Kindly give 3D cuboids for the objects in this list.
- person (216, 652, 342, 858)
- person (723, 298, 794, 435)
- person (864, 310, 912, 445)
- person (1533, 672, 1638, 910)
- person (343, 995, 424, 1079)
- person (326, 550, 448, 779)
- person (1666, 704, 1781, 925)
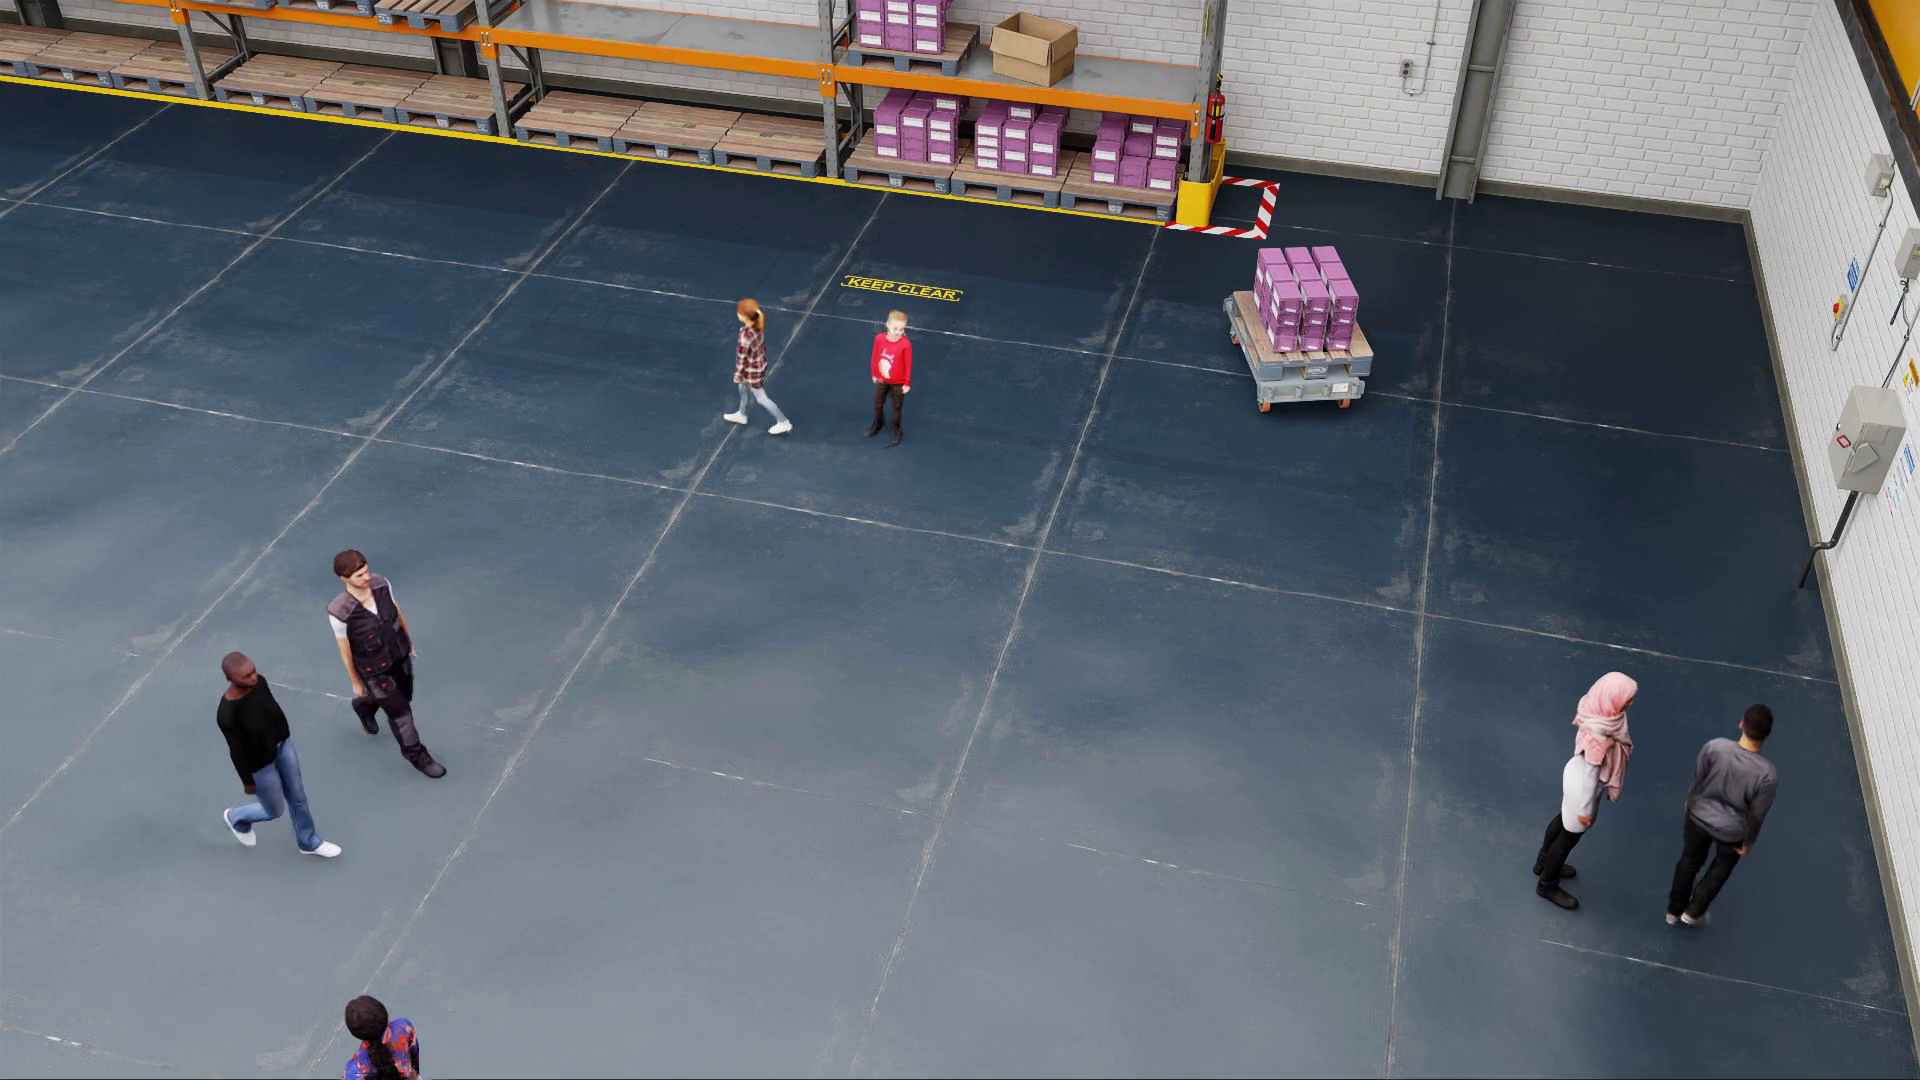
[{"bbox_3d":[-4.385,1.352,10.349,0.930,1.733,0.610,7,39,9],"label":"person"},{"bbox_3d":[-1.710,-1.456,14.224,0.875,1.284,0.530,9,39,11],"label":"person"},{"bbox_3d":[-0.599,-1.390,14.157,0.429,1.265,0.642,20,43,23],"label":"person"},{"bbox_3d":[3.786,1.497,10.111,0.579,1.804,0.621,10,40,13],"label":"person"},{"bbox_3d":[-2.742,2.955,8.379,1.242,1.687,0.902,25,45,28],"label":"person"},{"bbox_3d":[-3.888,0.779,10.993,1.139,1.824,0.814,19,42,22],"label":"person"},{"bbox_3d":[4.473,1.712,9.884,0.682,1.751,0.783,29,47,32],"label":"person"}]
